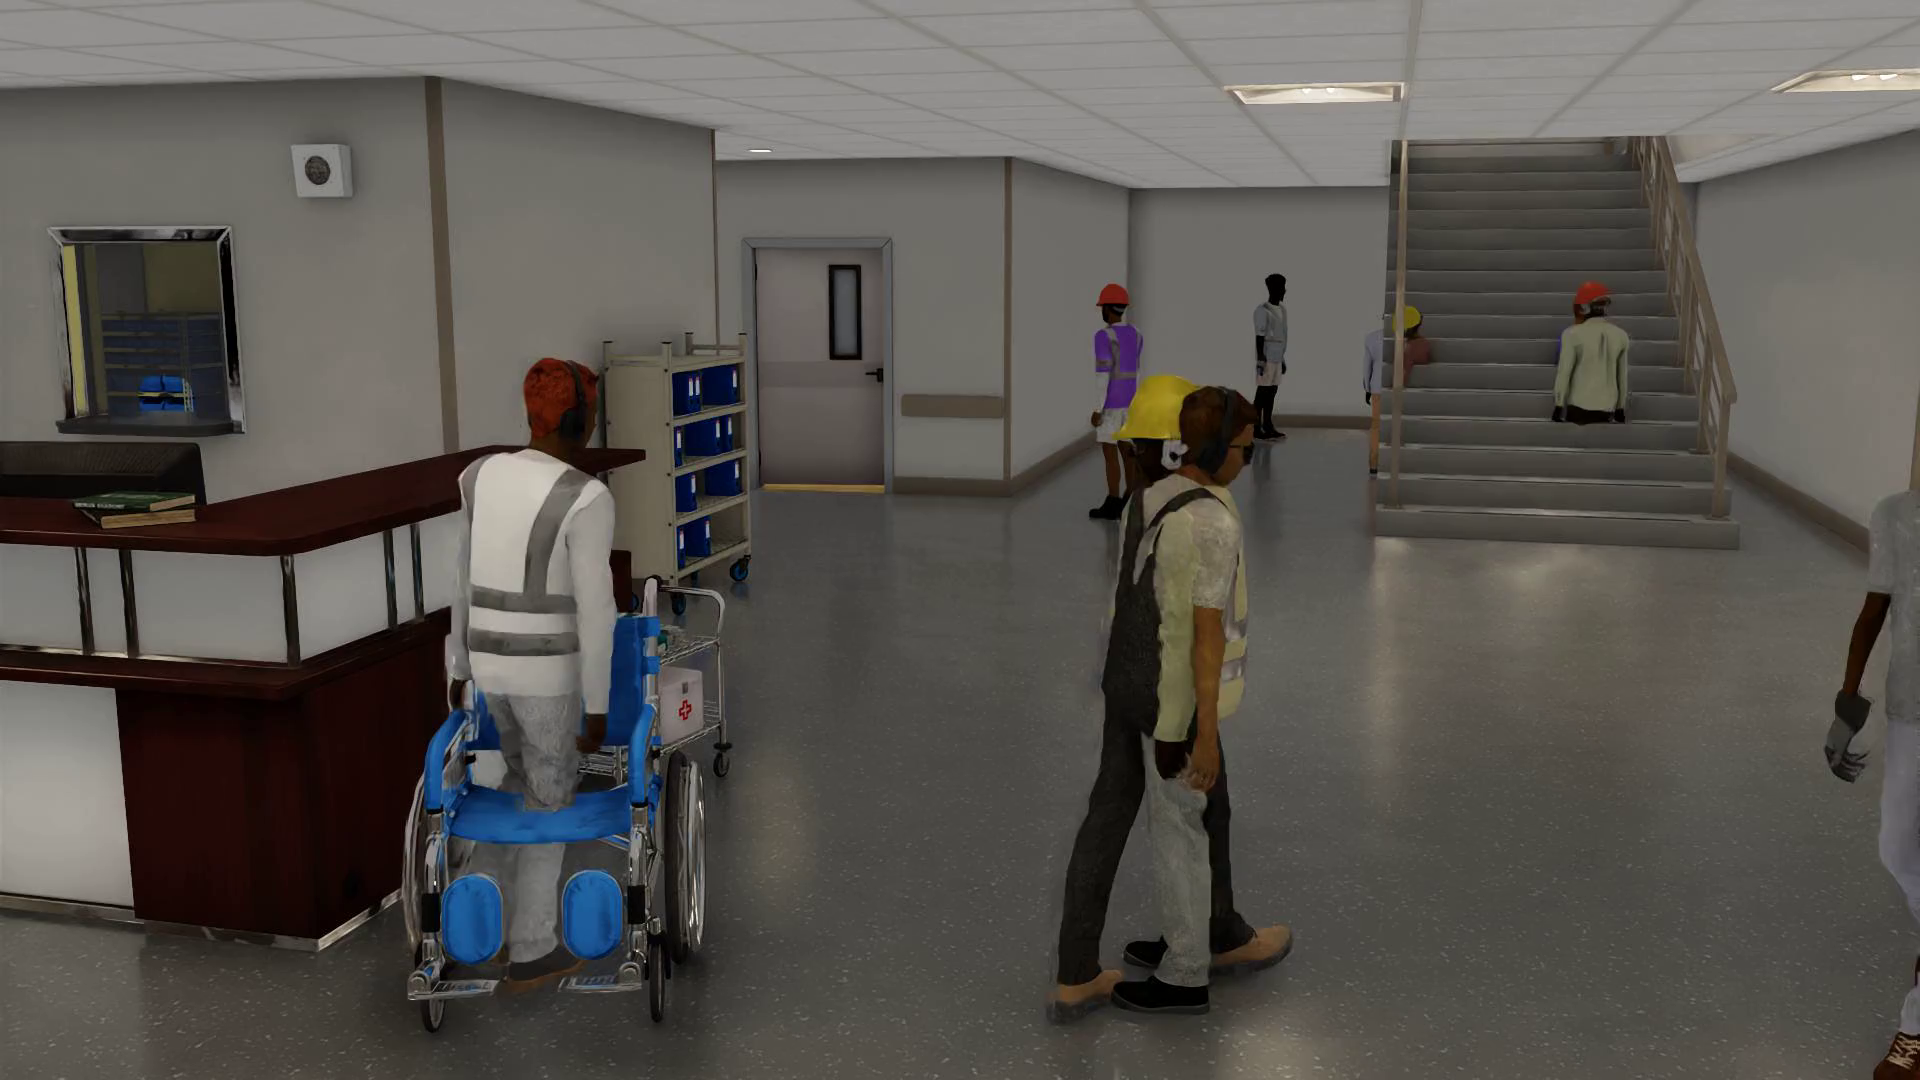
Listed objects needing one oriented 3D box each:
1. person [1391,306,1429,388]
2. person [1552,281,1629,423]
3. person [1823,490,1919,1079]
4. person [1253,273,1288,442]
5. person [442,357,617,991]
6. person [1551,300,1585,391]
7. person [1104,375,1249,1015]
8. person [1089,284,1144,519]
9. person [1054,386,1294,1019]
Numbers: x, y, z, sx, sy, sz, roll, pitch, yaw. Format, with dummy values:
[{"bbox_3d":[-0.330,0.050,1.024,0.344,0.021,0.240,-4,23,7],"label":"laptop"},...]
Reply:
[{"bbox_3d":[4.023,-1.202,14.736,0.362,1.727,0.589,7,12,36],"label":"person"},{"bbox_3d":[5.182,-1.115,13.530,0.621,1.963,0.823,-3,10,-17],"label":"person"},{"bbox_3d":[2.670,0.481,4.477,0.817,1.837,0.517,-8,12,-39],"label":"person"},{"bbox_3d":[3.661,-2.146,19.566,0.368,1.965,0.609,8,12,38],"label":"person"},{"bbox_3d":[-1.251,0.402,4.874,0.606,1.862,0.471,6,12,33],"label":"person"},{"bbox_3d":[5.378,-1.236,14.611,0.394,1.836,0.561,6,11,31],"label":"person"},{"bbox_3d":[0.617,0.440,4.777,0.403,1.824,0.598,2,10,12],"label":"person"},{"bbox_3d":[1.265,-1.141,13.734,0.375,1.934,0.551,9,13,41],"label":"person"},{"bbox_3d":[0.622,0.457,4.751,0.800,1.807,0.611,-6,11,-30],"label":"person"}]
